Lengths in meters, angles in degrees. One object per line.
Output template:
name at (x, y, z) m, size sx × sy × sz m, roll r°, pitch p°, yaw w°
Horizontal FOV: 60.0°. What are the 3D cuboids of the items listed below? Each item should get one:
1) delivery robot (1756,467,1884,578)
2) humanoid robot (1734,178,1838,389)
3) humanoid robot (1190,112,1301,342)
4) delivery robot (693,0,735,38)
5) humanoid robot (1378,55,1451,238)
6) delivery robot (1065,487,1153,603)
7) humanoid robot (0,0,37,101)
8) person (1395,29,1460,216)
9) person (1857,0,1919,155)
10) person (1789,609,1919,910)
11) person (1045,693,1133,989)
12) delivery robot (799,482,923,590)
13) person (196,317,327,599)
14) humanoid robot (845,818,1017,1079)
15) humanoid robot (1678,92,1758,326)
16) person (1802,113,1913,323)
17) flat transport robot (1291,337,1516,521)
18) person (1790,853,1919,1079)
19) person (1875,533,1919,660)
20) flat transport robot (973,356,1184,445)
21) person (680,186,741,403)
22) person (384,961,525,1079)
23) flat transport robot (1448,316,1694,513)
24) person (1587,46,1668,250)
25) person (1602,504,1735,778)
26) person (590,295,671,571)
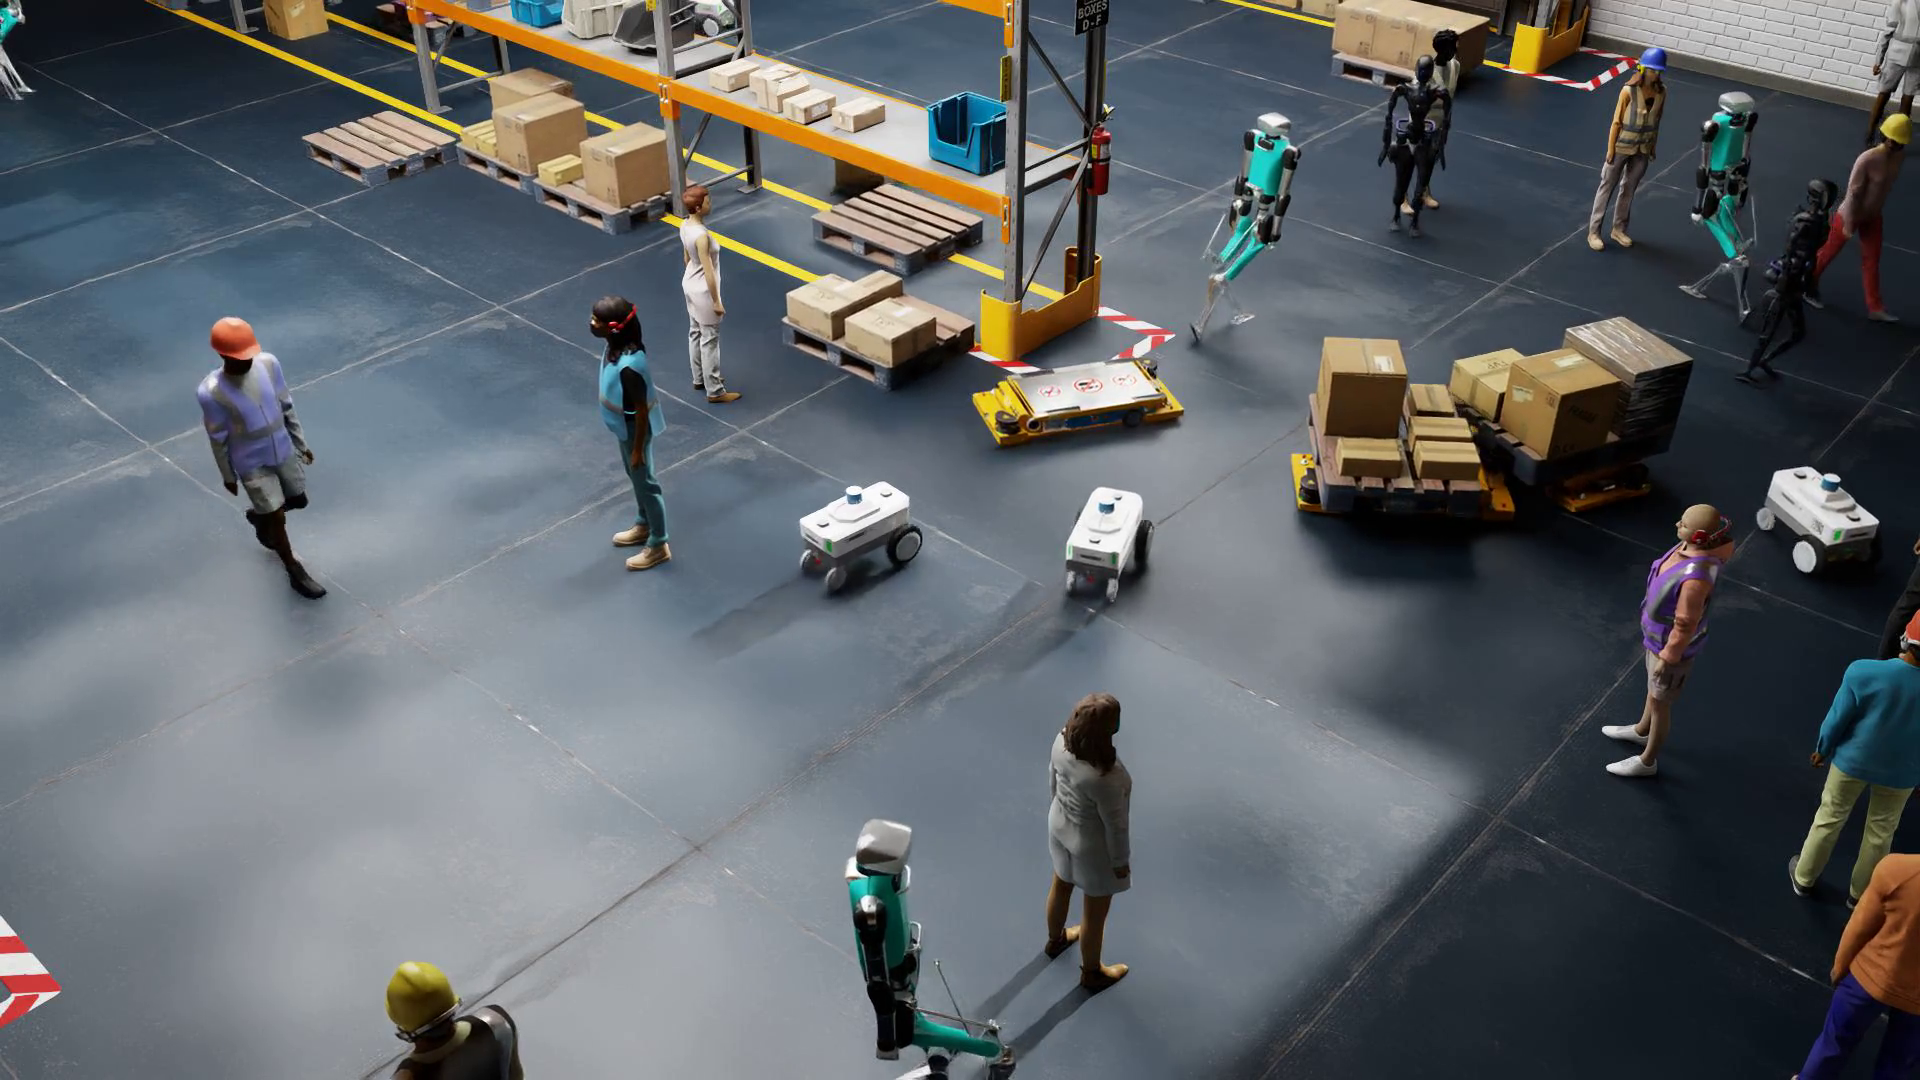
delivery robot at (5.569, -0.155, 10.769) m, size 0.499 × 0.579 × 0.774 m, roll -8°, pitch 35°, yaw -12°
humanoid robot at (6.144, -1.884, 12.299) m, size 0.591 × 1.646 × 0.349 m, roll -29°, pitch 44°, yaw -35°
humanoid robot at (2.122, -2.385, 13.006) m, size 0.917 × 1.798 × 0.551 m, roll -23°, pitch 41°, yaw -30°
delivery robot at (-3.001, -6.259, 19.639) m, size 0.788 × 0.610 × 0.499 m, roll 14°, pitch 37°, yaw 20°
humanoid robot at (3.995, -3.480, 14.616) m, size 0.585 × 1.634 × 0.418 m, roll 6°, pitch 35°, yaw 9°
delivery robot at (0.924, -0.012, 10.585) m, size 0.499 × 0.604 × 0.808 m, roll 11°, pitch 36°, yaw 16°
humanoid robot at (-10.218, -5.506, 17.514) m, size 0.666 × 1.824 × 0.554 m, roll 5°, pitch 35°, yaw 8°
person at (4.252, -3.782, 15.040) m, size 0.536 × 1.692 × 0.319 m, roll -21°, pitch 40°, yaw -27°
person at (9.150, -4.638, 16.078) m, size 0.546 × 1.924 × 0.382 m, roll 14°, pitch 37°, yaw 20°
person at (4.418, 1.039, 7.998) m, size 0.572 × 1.748 × 0.342 m, roll 15°, pitch 37°, yaw 20°
person at (0.602, 1.361, 7.611) m, size 0.336 × 1.659 × 0.494 m, roll -22°, pitch 40°, yaw -29°
delivery robot at (-0.652, -0.069, 10.675) m, size 0.818 × 0.614 × 0.499 m, roll -27°, pitch 43°, yaw -33°
person at (-4.312, -0.546, 10.159) m, size 0.718 × 1.910 × 0.558 m, roll 19°, pitch 39°, yaw 26°
humanoid robot at (-0.093, 1.866, 6.834) m, size 1.033 × 1.752 × 0.564 m, roll 2°, pitch 35°, yaw 2°
humanoid robot at (6.281, -2.604, 13.309) m, size 0.555 × 1.772 × 0.975 m, roll -16°, pitch 38°, yaw -22°
person at (7.244, -2.536, 13.200) m, size 0.534 × 1.717 × 0.887 m, roll -13°, pitch 37°, yaw -18°
flat transport robot at (3.024, -0.411, 11.406) m, size 1.431 × 0.231 × 0.659 m, roll 3°, pitch 35°, yaw 4°
person at (3.824, 1.775, 6.745) m, size 0.513 × 1.974 × 0.407 m, roll 18°, pitch 39°, yaw 24°
person at (5.570, 0.086, 9.298) m, size 0.343 × 1.845 × 0.508 m, roll -13°, pitch 37°, yaw -17°
flat transport robot at (0.873, -1.035, 12.310) m, size 1.431 × 0.231 × 0.659 m, roll -10°, pitch 36°, yaw -14°
person at (-1.863, -1.799, 12.189) m, size 0.286 × 1.660 × 0.437 m, roll -18°, pitch 39°, yaw -24°
person at (-1.852, 2.252, 6.186) m, size 0.404 × 1.821 × 0.598 m, roll 21°, pitch 40°, yaw 28°
flat transport robot at (4.155, -0.682, 11.798) m, size 0.659 × 0.231 × 1.431 m, roll -14°, pitch 37°, yaw -19°
person at (5.803, -3.380, 14.377) m, size 0.461 × 1.780 × 0.305 m, roll -7°, pitch 35°, yaw -11°
person at (3.742, 0.533, 8.783) m, size 0.347 × 1.694 × 0.483 m, roll 10°, pitch 36°, yaw 14°
person at (-2.040, -0.671, 10.377) m, size 0.393 × 1.865 × 0.519 m, roll -13°, pitch 37°, yaw -18°
